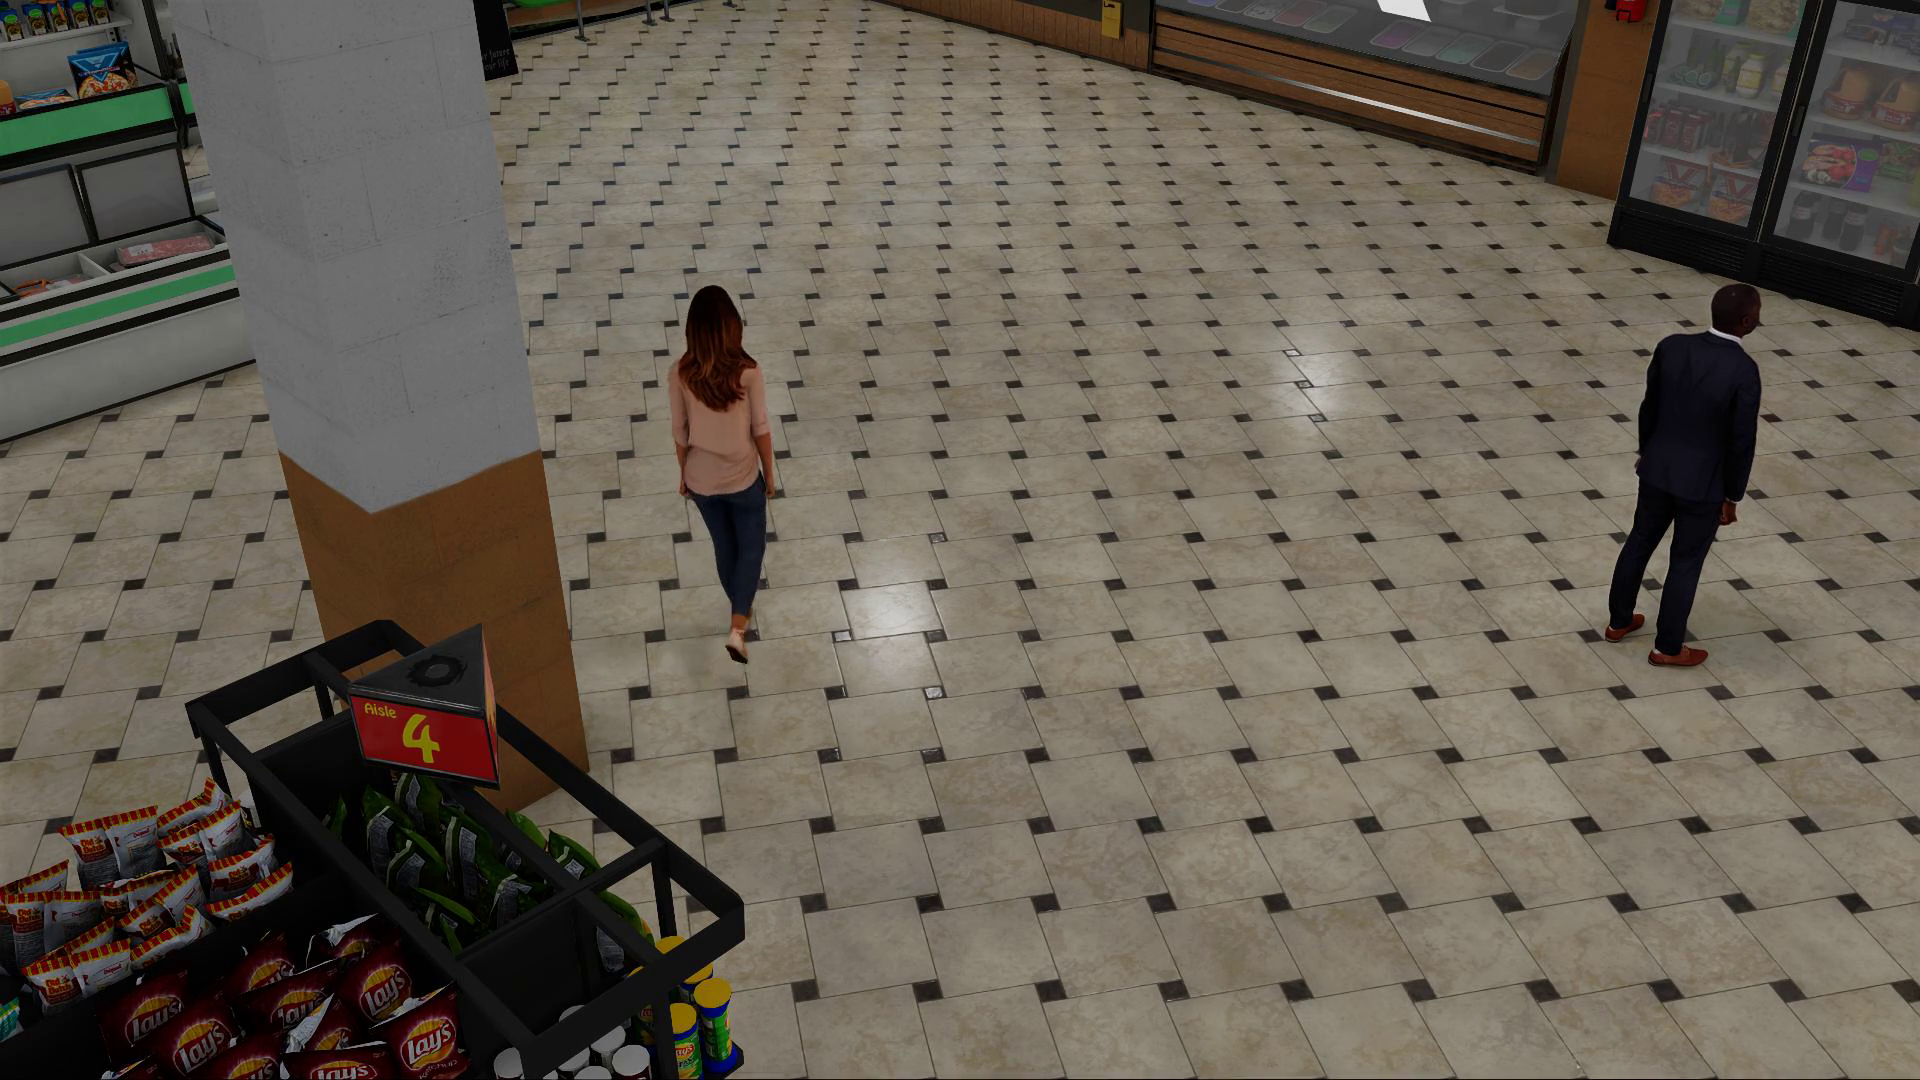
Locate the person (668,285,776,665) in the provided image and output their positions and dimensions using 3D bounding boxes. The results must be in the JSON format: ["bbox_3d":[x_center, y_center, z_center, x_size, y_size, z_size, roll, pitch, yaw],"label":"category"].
[{"bbox_3d":[-1.043,-0.224,7.272,0.954,1.771,1.028,1,32,1],"label":"person"}]

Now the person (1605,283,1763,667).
[{"bbox_3d":[3.197,-0.280,7.312,0.685,1.824,0.758,-17,36,-25],"label":"person"}]
